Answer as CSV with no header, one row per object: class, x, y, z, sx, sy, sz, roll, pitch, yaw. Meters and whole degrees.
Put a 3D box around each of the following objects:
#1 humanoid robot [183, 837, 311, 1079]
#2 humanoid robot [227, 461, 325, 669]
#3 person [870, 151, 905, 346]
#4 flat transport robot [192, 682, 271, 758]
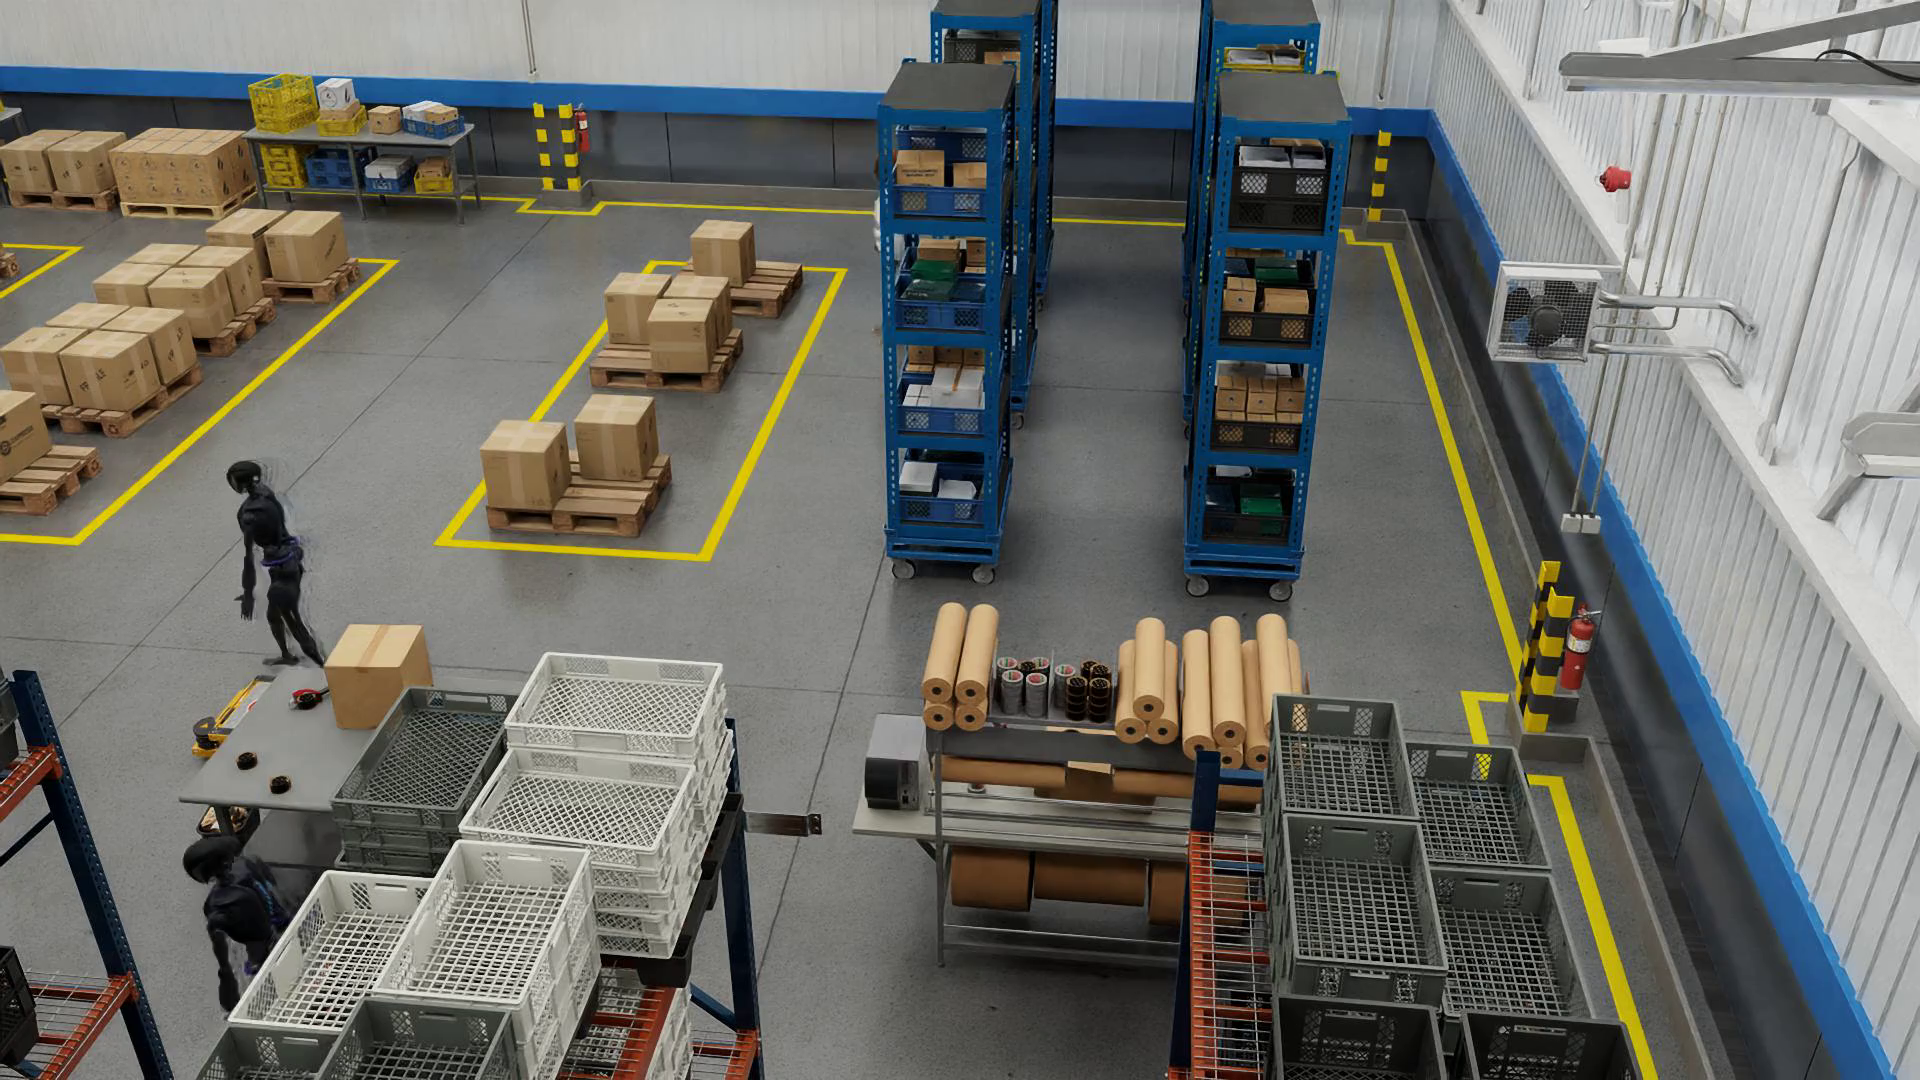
humanoid robot,-3.209,2.022,7.867,0.782,1.637,0.635,-5,31,-8
humanoid robot,-4.516,0.217,10.915,0.623,1.638,0.603,-5,31,-9
person,-0.669,-2.795,15.881,0.368,1.875,0.595,-5,31,-9
flat transport robot,-4.089,1.163,10.648,1.431,0.197,0.652,3,30,6
